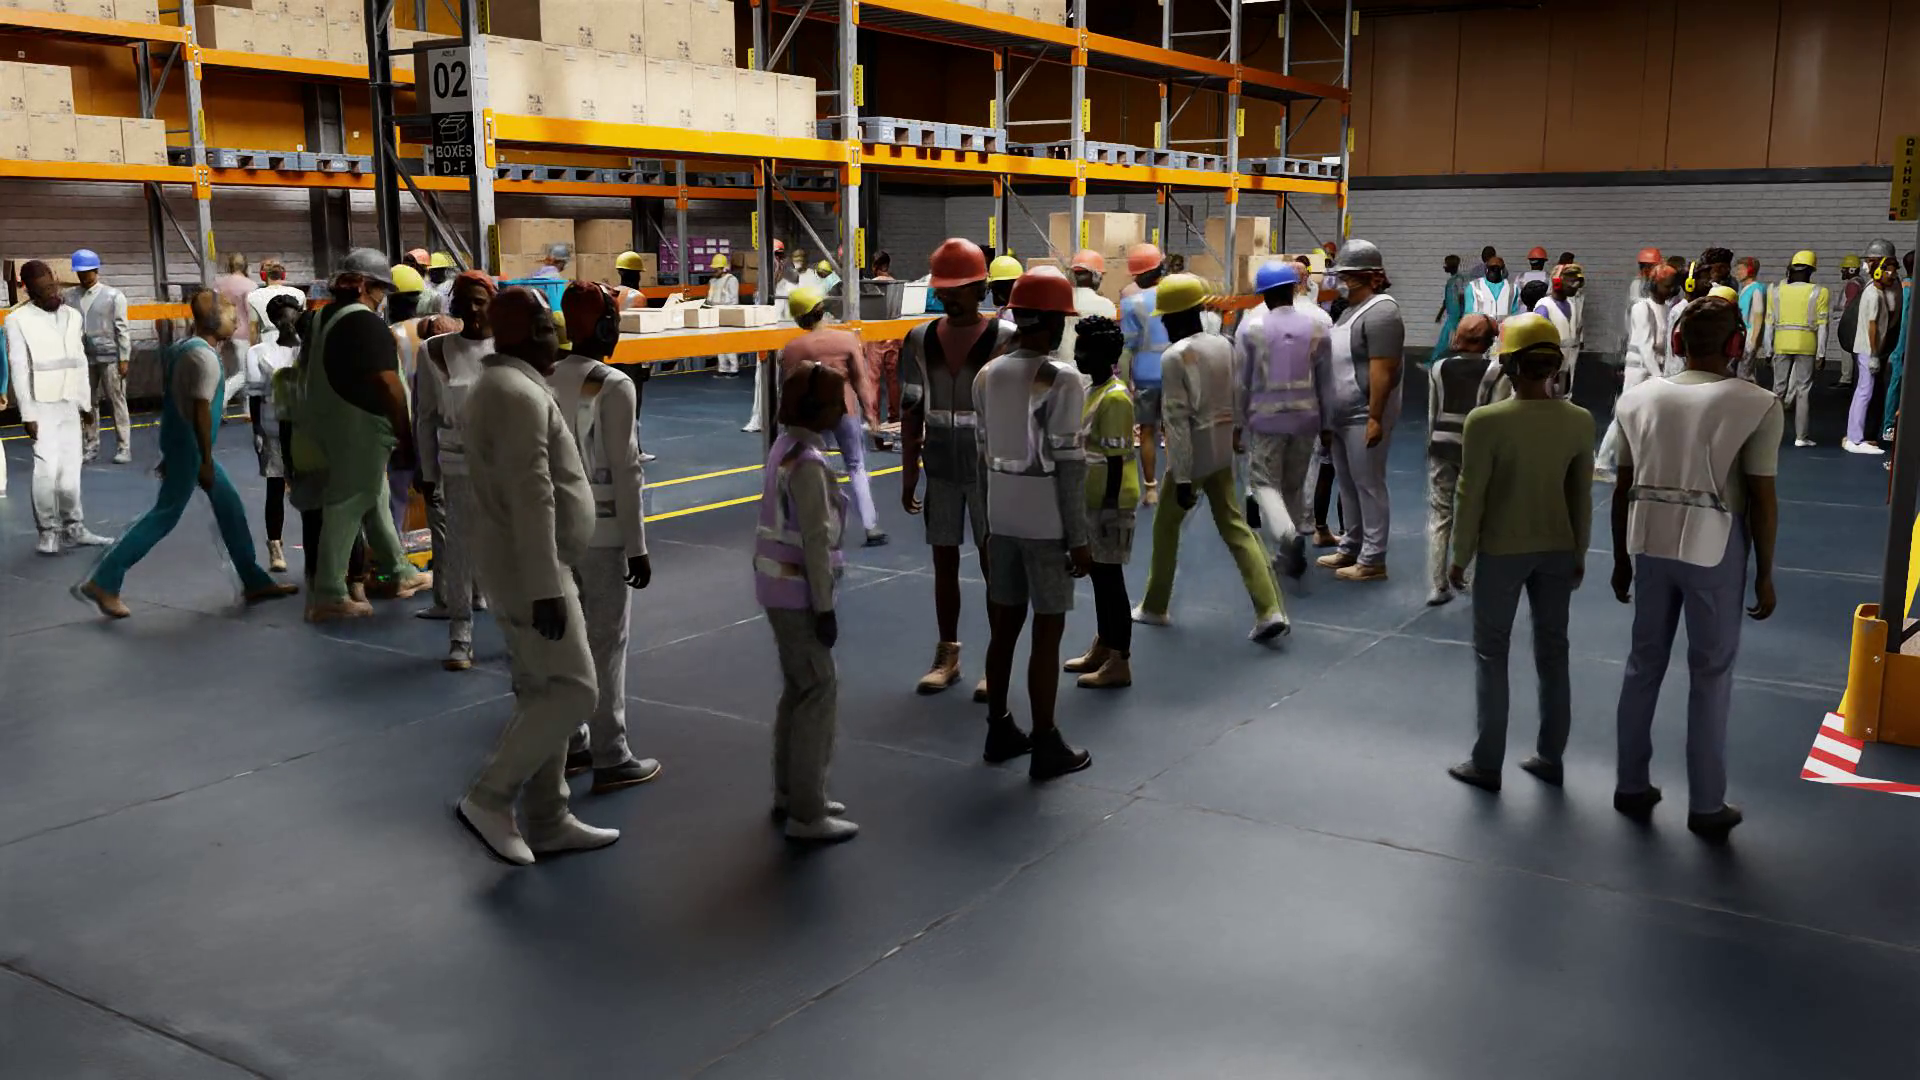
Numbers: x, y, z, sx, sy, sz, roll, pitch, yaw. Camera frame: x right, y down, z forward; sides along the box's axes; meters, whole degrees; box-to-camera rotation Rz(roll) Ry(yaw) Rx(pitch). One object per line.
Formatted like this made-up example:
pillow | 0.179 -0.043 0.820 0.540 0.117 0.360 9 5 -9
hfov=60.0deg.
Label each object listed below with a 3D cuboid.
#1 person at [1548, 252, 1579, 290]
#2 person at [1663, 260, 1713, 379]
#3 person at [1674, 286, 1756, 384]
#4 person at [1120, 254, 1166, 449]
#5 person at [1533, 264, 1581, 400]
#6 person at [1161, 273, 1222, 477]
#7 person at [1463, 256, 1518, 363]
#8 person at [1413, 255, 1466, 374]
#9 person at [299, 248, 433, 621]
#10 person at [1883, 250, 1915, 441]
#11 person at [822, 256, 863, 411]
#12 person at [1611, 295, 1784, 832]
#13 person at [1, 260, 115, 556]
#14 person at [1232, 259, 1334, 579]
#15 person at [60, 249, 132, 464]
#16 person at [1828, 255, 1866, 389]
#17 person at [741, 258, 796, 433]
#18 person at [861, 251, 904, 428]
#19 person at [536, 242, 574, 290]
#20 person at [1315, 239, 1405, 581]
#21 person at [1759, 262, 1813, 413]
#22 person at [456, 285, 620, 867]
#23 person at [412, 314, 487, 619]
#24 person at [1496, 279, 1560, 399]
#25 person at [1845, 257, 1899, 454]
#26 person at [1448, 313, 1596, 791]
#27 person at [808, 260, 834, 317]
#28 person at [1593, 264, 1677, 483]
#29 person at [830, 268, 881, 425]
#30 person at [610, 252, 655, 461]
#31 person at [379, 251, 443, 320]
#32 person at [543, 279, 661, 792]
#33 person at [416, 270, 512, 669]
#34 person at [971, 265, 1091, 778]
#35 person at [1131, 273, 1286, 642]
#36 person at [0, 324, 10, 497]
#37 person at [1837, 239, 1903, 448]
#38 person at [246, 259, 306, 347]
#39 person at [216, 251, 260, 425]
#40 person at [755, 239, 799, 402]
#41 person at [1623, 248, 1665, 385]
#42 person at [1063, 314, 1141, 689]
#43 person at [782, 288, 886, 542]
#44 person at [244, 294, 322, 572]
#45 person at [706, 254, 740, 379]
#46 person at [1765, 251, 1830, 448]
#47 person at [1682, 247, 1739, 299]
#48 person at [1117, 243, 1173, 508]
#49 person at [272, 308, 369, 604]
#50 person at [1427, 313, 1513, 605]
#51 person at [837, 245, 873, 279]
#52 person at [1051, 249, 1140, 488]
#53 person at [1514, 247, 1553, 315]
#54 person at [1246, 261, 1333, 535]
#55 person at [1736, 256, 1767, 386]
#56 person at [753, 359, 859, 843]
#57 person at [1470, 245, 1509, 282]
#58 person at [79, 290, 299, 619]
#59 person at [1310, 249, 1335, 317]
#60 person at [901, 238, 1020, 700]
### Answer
person | 9.459 -3.602 26.180 0.407 1.831 0.574 -10 14 -44
person | 5.444 -1.148 12.465 0.329 1.872 0.511 5 11 26
person | 4.702 -0.708 10.401 0.487 1.736 0.323 10 14 43
person | 1.882 -1.837 16.199 0.638 1.903 0.408 3 11 18
person | 4.887 -1.364 13.783 0.579 1.832 0.413 -9 14 -42
person | 1.933 -1.388 14.140 0.565 1.745 0.349 6 12 32
person | 6.087 -2.328 19.097 0.619 1.840 0.430 0 10 1
person | 7.393 -3.390 25.099 0.964 1.787 0.524 1 10 7
person | -3.215 -0.620 9.068 0.782 2.000 0.977 10 14 43
person | 9.553 -1.957 16.807 0.391 1.922 0.593 6 12 29
person | -1.335 -2.445 19.530 0.658 1.908 0.631 -9 13 -40
person | 2.506 0.083 5.743 0.385 1.837 0.564 -8 13 -39
person | -5.905 -0.855 10.798 0.373 1.894 0.657 2 10 10
person | 1.926 -0.689 9.802 0.630 1.915 0.727 -2 10 -9
person | -7.827 -1.649 15.052 0.611 1.938 0.412 0 10 -2
person | 12.106 -2.965 22.664 0.403 1.825 0.593 7 12 32
person | -1.912 -2.086 17.723 0.632 1.859 0.994 7 12 34
person | -0.816 -2.117 17.750 0.597 1.907 0.408 -9 14 -41
person | -5.248 -2.816 21.235 0.689 2.000 0.708 -6 12 -30
person | 2.368 -0.786 9.983 0.536 2.000 0.687 0 10 -3
person | 9.904 -2.447 19.860 0.630 1.808 0.917 8 13 37
person | -1.396 0.128 5.381 0.500 1.882 0.706 -3 11 -19
person | -2.739 -0.393 8.949 0.319 1.631 0.524 4 11 20
person | 4.735 -1.312 13.844 0.540 1.698 0.317 7 12 35
person | 8.698 -1.756 15.854 0.328 1.865 0.517 4 11 23
person | 2.075 0.045 6.175 0.535 1.757 0.353 -2 10 -11
person | -1.778 -2.837 22.132 0.544 1.748 0.518 6 12 29
person | 5.697 -1.337 13.657 0.559 1.830 0.986 -8 13 -37
person | -1.128 -2.183 18.104 0.599 1.907 0.401 -5 11 -25
person | -3.032 -1.672 15.253 0.582 1.919 0.398 8 13 39
person | -4.939 -1.627 14.987 0.592 1.920 0.392 1 10 4
person | -1.357 -0.012 6.158 0.575 1.878 0.359 10 14 43
person | -2.268 -0.330 7.901 0.574 1.883 0.355 -3 11 -19
person | 0.292 -0.071 6.347 0.386 1.929 0.547 -8 13 -39
person | 1.249 -0.412 8.425 0.600 1.866 1.009 -9 13 -40
person | -7.728 -1.176 12.989 0.352 1.738 0.573 6 12 29
person | 8.834 -1.905 16.186 0.539 2.000 0.688 6 12 28
person | -6.725 -1.850 16.453 0.560 1.836 0.393 -7 13 -35
person | -7.916 -2.166 18.031 0.657 1.909 0.745 7 12 33
person | -2.304 -2.736 20.818 0.609 2.037 0.393 -8 13 -37
person | 7.993 -2.444 19.485 0.389 1.930 0.544 6 12 32
person | 0.648 -0.176 7.583 0.320 1.691 0.536 -2 10 -8
person | -0.840 -0.799 10.980 0.672 1.710 0.360 -4 11 -19
person | -4.106 -0.659 10.237 0.532 1.696 0.319 -9 13 -39
person | -3.483 -3.256 24.287 0.413 1.820 0.701 -10 14 -43
person | 8.195 -1.864 16.301 0.584 1.918 0.376 10 14 43
person | 8.688 -2.429 19.370 0.638 1.938 0.356 1 10 3
person | 1.459 -1.212 12.479 0.643 1.994 0.450 -3 11 -14
person | -3.516 -0.457 9.260 0.538 1.653 0.901 -5 11 -25
person | 2.844 -0.451 9.291 0.533 1.616 0.603 9 13 40
person | -1.355 -2.818 21.484 0.731 1.977 0.410 -5 11 -26
person | 0.976 -1.179 12.425 0.640 1.938 0.969 9 13 40
person | 7.669 -2.939 22.224 0.542 1.931 0.375 5 11 25
person | 2.239 -0.956 11.365 0.673 1.880 0.572 8 13 37
person | 8.696 -2.195 18.334 0.372 1.842 0.570 2 10 11
person | -0.535 0.201 5.646 0.328 1.631 0.576 -2 10 -12
person | 8.400 -3.712 26.502 0.625 1.933 0.373 -2 10 -9
person | -4.269 -0.474 9.060 1.074 1.774 0.543 -6 12 -31
person | 5.693 -3.616 26.103 0.680 1.880 0.647 -5 11 -25
person | 0.013 -0.303 7.347 0.611 2.032 0.410 4 11 21
